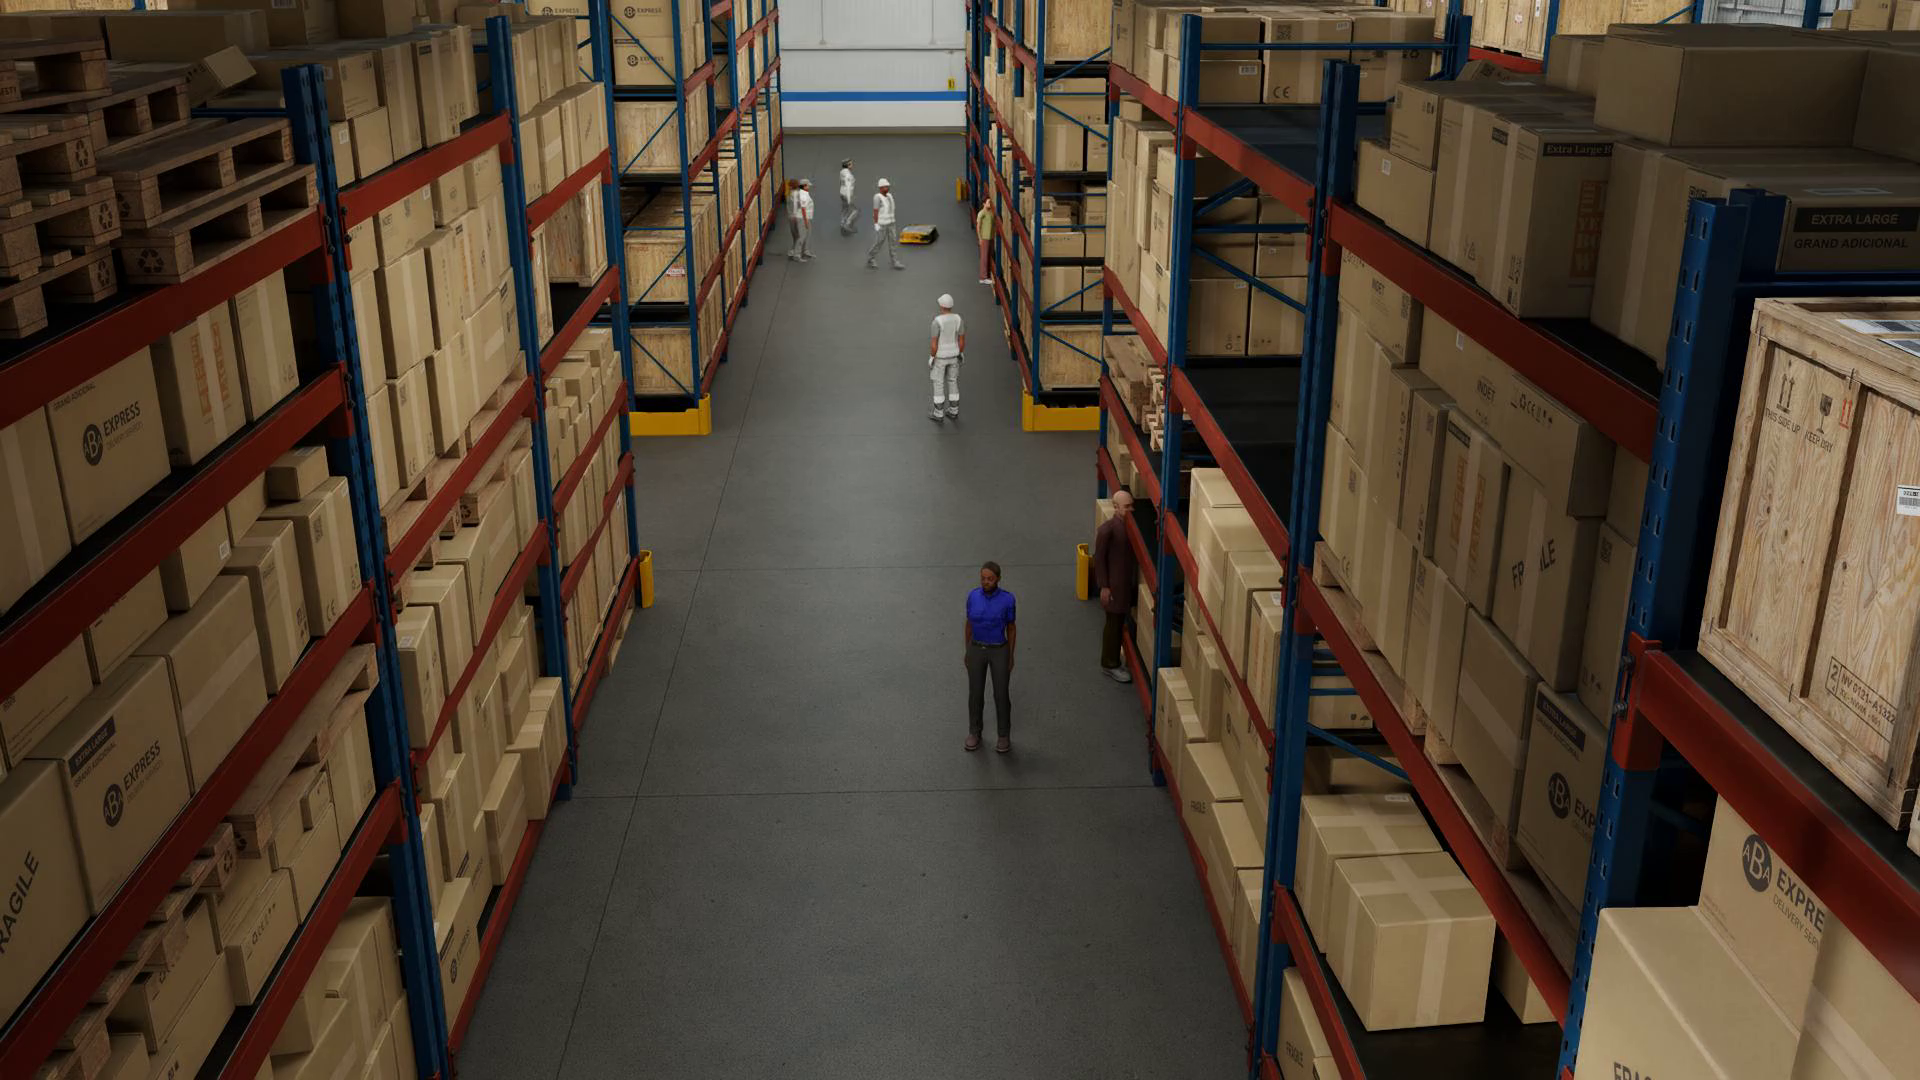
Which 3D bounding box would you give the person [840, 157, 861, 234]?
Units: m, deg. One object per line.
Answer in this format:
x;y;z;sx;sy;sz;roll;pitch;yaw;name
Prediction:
-2.474;-7.705;37.199;0.434;1.689;0.507;-11;23;-26;person

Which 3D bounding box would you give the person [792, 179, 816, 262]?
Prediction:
-3.253;-6.634;34.443;0.536;1.674;0.600;-5;21;-12;person

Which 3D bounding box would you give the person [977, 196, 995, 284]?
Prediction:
0.536;-5.834;32.264;0.394;1.670;0.429;10;23;26;person

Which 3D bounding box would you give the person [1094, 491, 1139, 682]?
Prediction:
1.575;0.421;15.341;0.499;1.780;0.565;19;27;41;person

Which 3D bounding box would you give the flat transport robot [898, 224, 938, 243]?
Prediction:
-0.917;-6.768;36.874;0.659;0.265;1.431;3;21;8;flat transport robot

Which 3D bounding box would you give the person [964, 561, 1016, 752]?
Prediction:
0.243;0.975;14.036;0.441;1.658;0.353;4;21;10;person

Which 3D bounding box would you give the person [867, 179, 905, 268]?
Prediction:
-1.510;-6.390;33.597;0.837;1.779;0.572;14;25;34;person

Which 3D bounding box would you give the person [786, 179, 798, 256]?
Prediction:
-3.488;-6.751;34.800;0.314;1.592;0.475;-4;21;-10;person

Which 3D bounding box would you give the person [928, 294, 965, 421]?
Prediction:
-0.211;-2.579;23.372;0.536;1.793;0.398;-12;24;-29;person
